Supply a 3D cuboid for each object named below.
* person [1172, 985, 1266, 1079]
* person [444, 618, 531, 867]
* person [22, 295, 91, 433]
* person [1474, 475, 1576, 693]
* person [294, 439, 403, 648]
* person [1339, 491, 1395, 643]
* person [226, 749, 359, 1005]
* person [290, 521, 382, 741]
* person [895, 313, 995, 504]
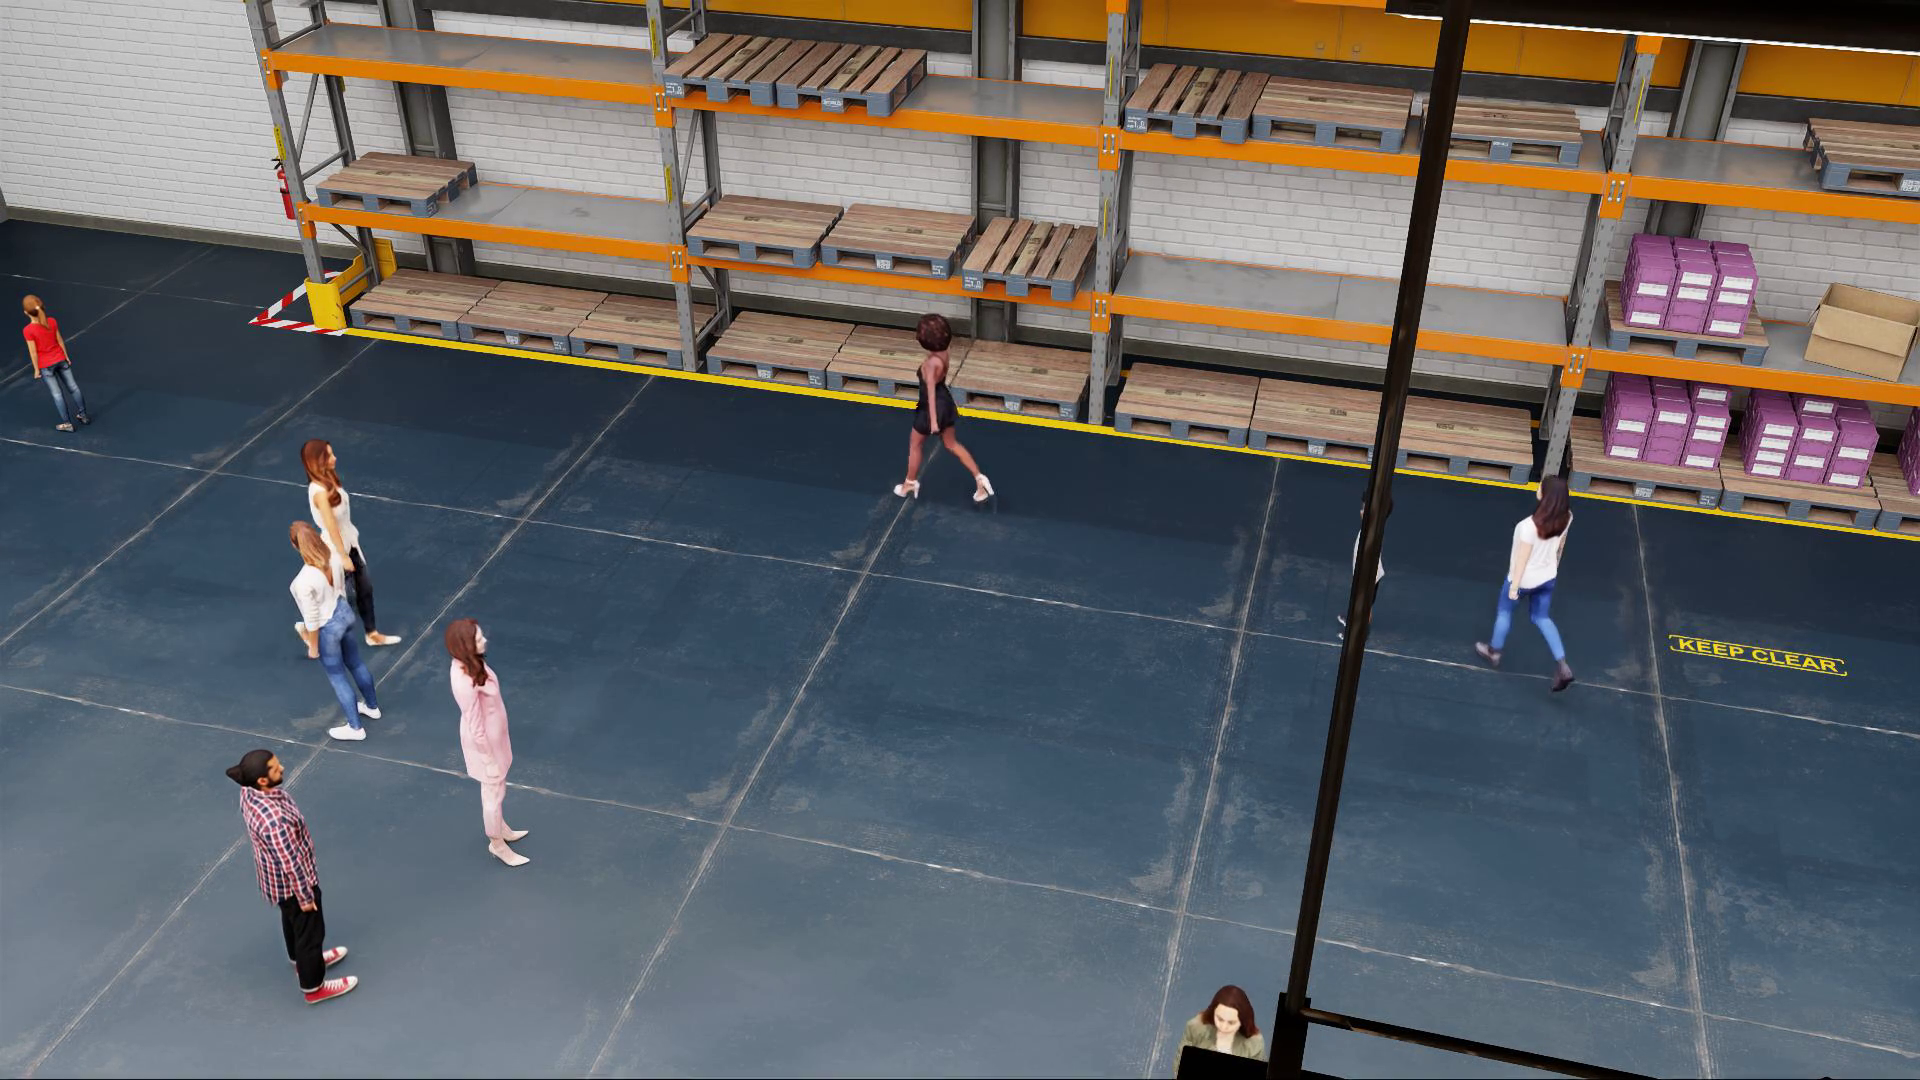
[{"bbox_3d":[1.301,2.703,8.292,0.940,1.454,0.757,14,36,20],"label":"person"},{"bbox_3d":[-2.912,1.237,10.183,0.674,1.803,0.685,-7,34,-10],"label":"person"},{"bbox_3d":[-8.110,-1.583,14.871,0.576,1.311,0.548,21,39,28],"label":"person"},{"bbox_3d":[4.081,0.341,11.659,1.063,1.661,1.090,-15,37,-22],"label":"person"},{"bbox_3d":[-4.547,0.089,11.944,1.016,1.765,0.783,-3,34,-5],"label":"person"},{"bbox_3d":[3.014,0.185,12.259,0.489,1.257,0.500,6,34,9],"label":"person"},{"bbox_3d":[-3.755,1.855,9.293,0.837,1.759,0.745,-24,40,-31],"label":"person"},{"bbox_3d":[-4.230,0.598,11.219,0.496,1.720,0.597,8,35,12],"label":"person"},{"bbox_3d":[-0.107,-1.023,13.627,1.145,1.754,0.699,15,37,22],"label":"person"}]
